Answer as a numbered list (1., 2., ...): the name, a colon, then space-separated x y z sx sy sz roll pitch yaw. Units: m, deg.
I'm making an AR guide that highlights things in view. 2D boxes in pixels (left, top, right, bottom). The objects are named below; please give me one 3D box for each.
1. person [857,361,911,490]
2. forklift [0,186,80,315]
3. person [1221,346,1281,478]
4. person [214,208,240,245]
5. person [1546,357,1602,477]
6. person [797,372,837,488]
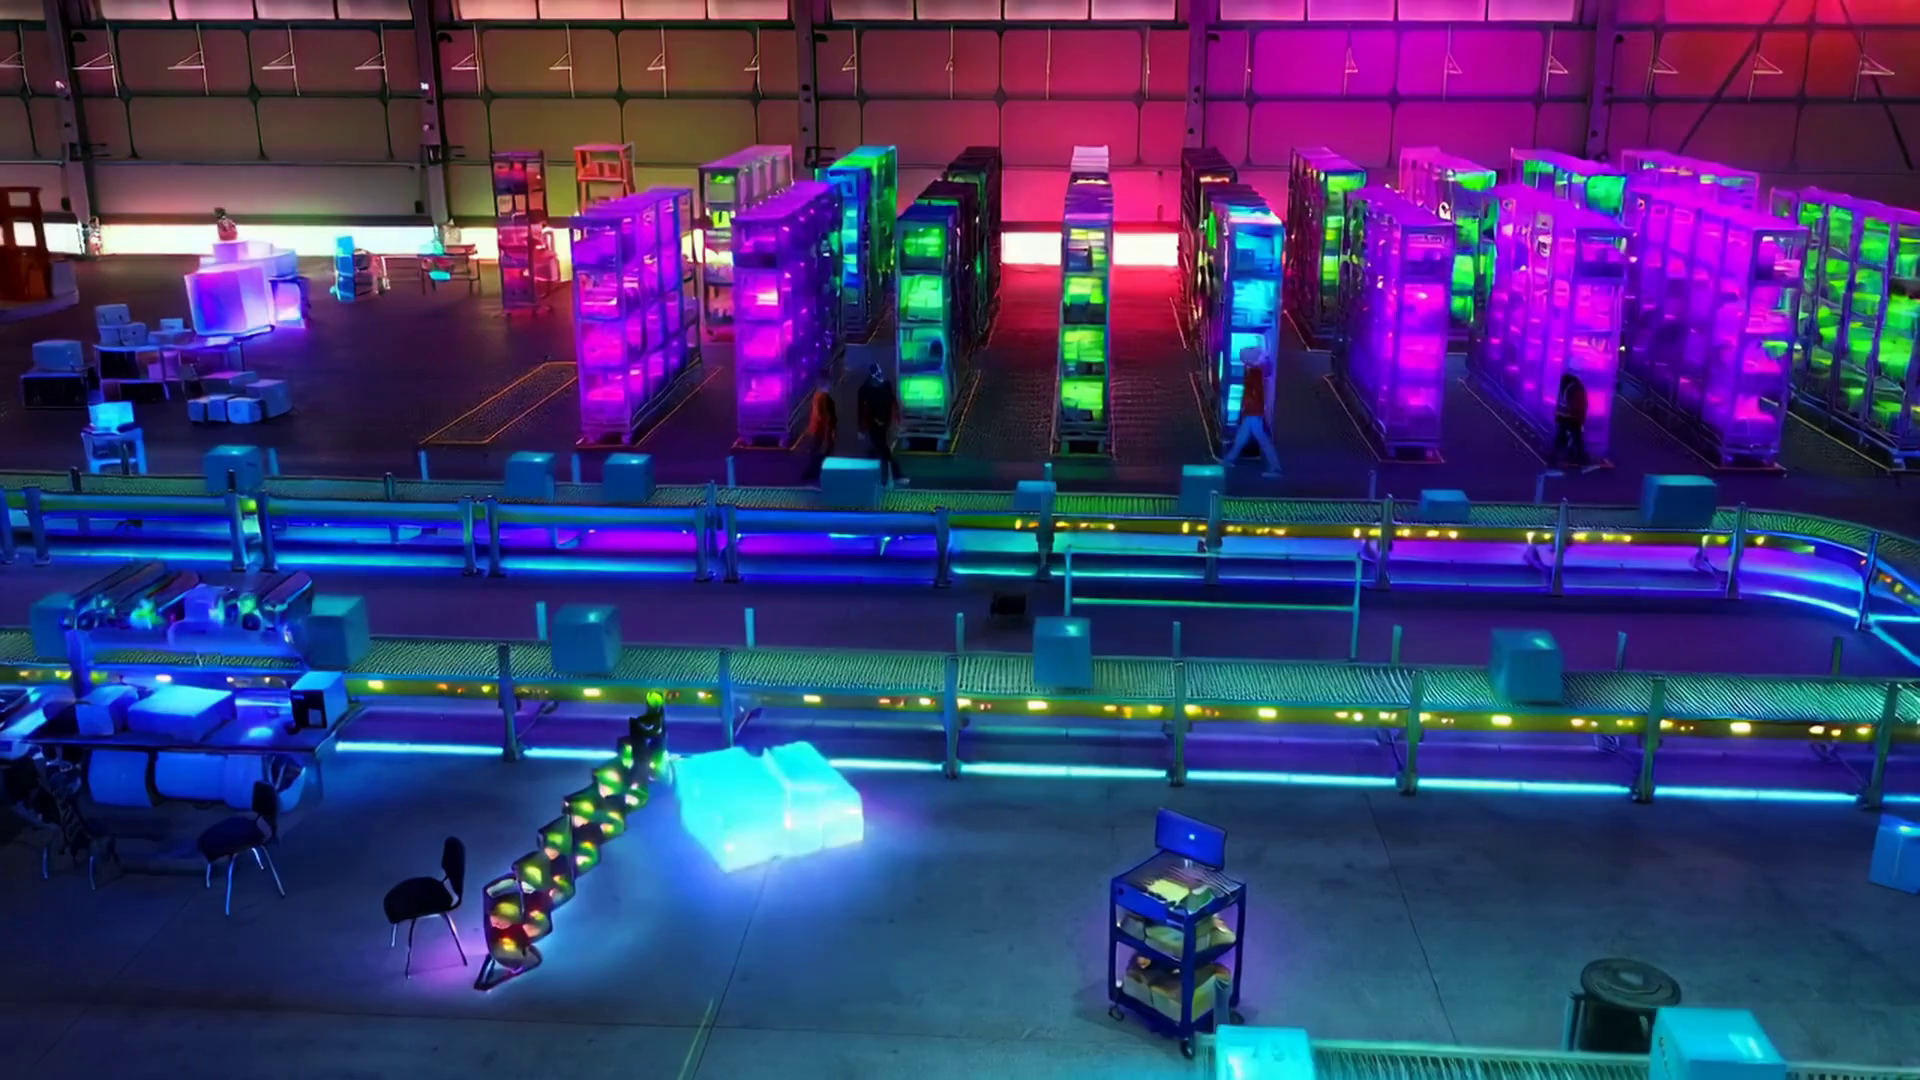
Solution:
1. person: -1.108 -1.646 23.761 1.044 1.839 0.657 10 20 30
2. forklift: -21.323 -6.669 38.006 1.129 2.768 1.873 1 18 4
3. person: 4.275 -1.872 24.328 1.032 1.945 0.656 5 18 14
4. person: -18.469 -7.469 42.176 0.706 1.886 0.487 7 19 21
5. person: 9.045 -1.774 24.244 0.872 1.793 0.626 3 18 9
6. person: -1.957 -1.429 23.135 0.590 1.812 0.642 -1 18 -3
